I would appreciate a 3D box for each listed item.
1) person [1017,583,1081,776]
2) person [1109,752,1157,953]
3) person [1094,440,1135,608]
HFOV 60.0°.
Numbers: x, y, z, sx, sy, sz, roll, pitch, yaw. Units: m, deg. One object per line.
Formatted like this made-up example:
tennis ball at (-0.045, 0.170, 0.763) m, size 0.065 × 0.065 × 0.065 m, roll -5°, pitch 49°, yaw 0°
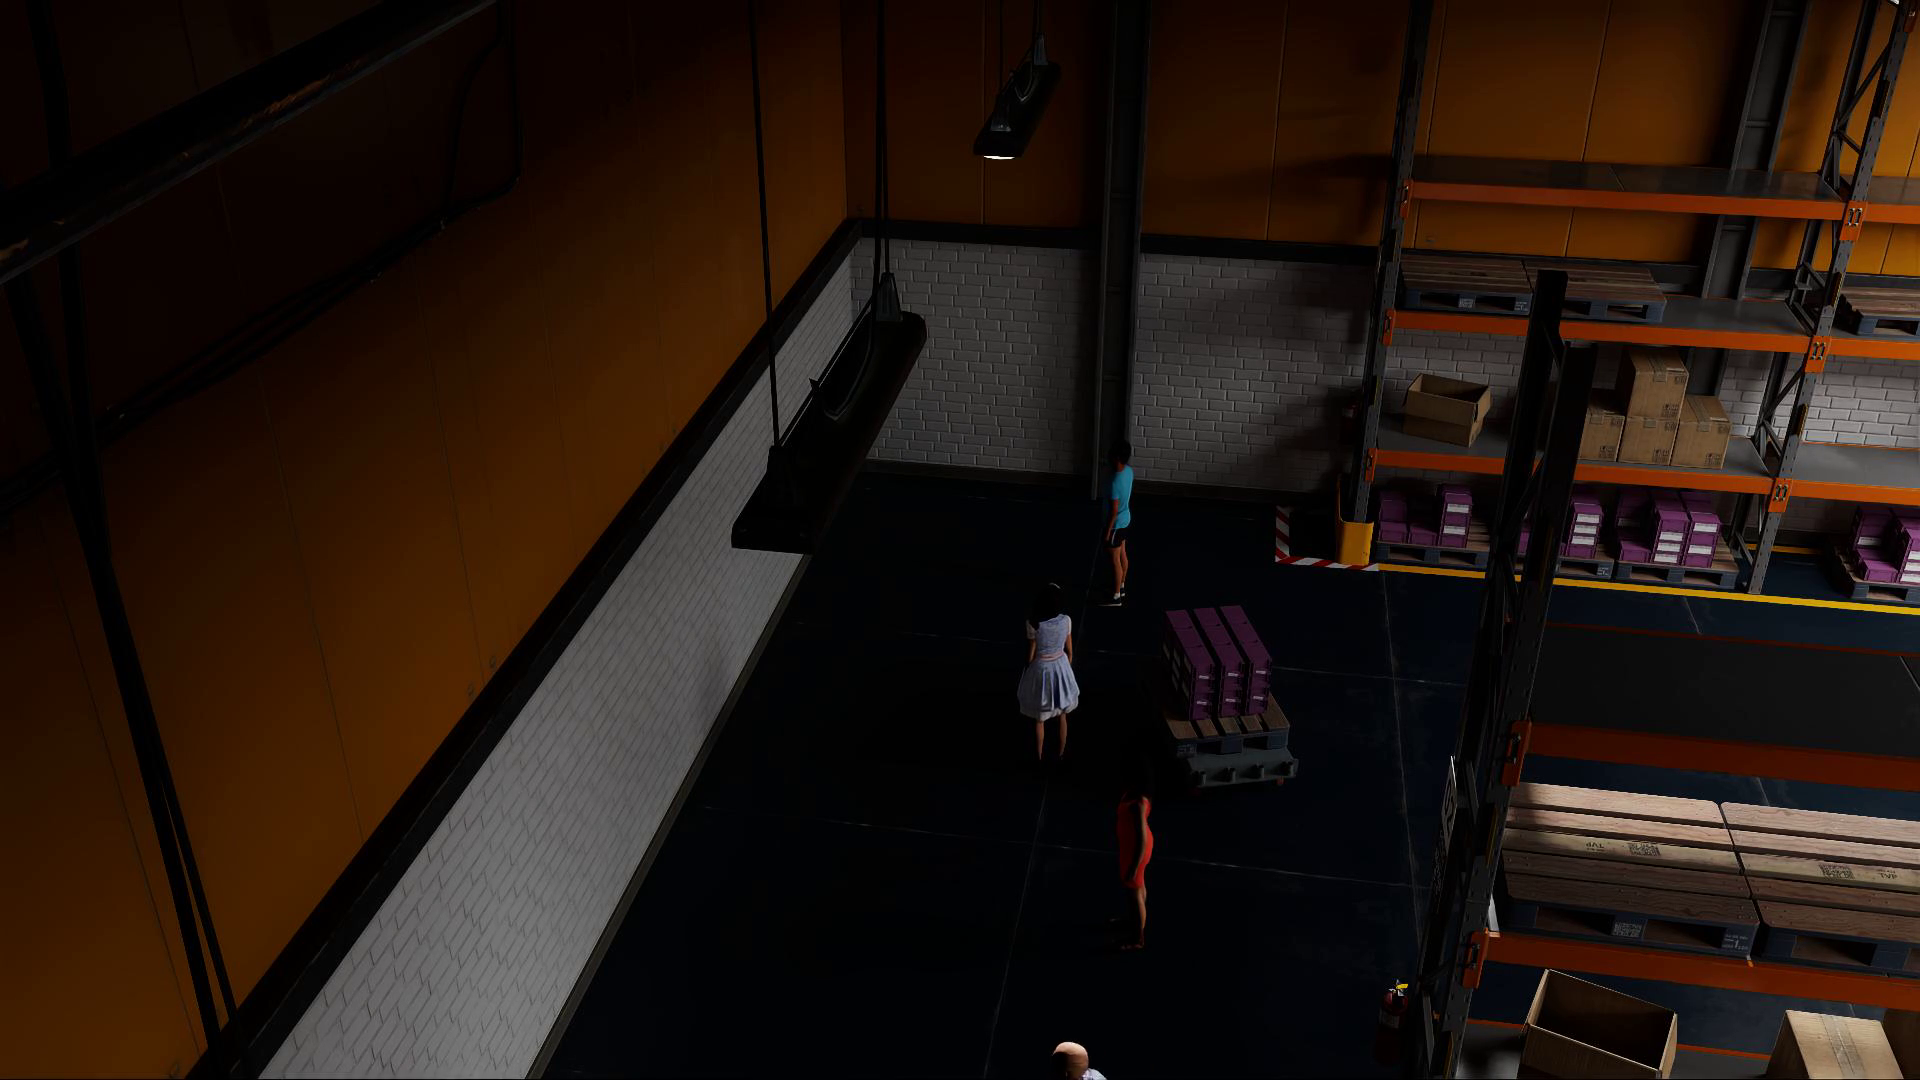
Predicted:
person at (0.741, 1.170, 13.965) m, size 0.787 × 1.817 × 0.869 m, roll -5°, pitch 29°, yaw -10°
person at (1.274, 2.252, 12.082) m, size 0.517 × 1.719 × 0.603 m, roll 3°, pitch 29°, yaw 5°
person at (1.558, -0.176, 16.473) m, size 0.578 × 1.777 × 0.648 m, roll 10°, pitch 30°, yaw 18°
